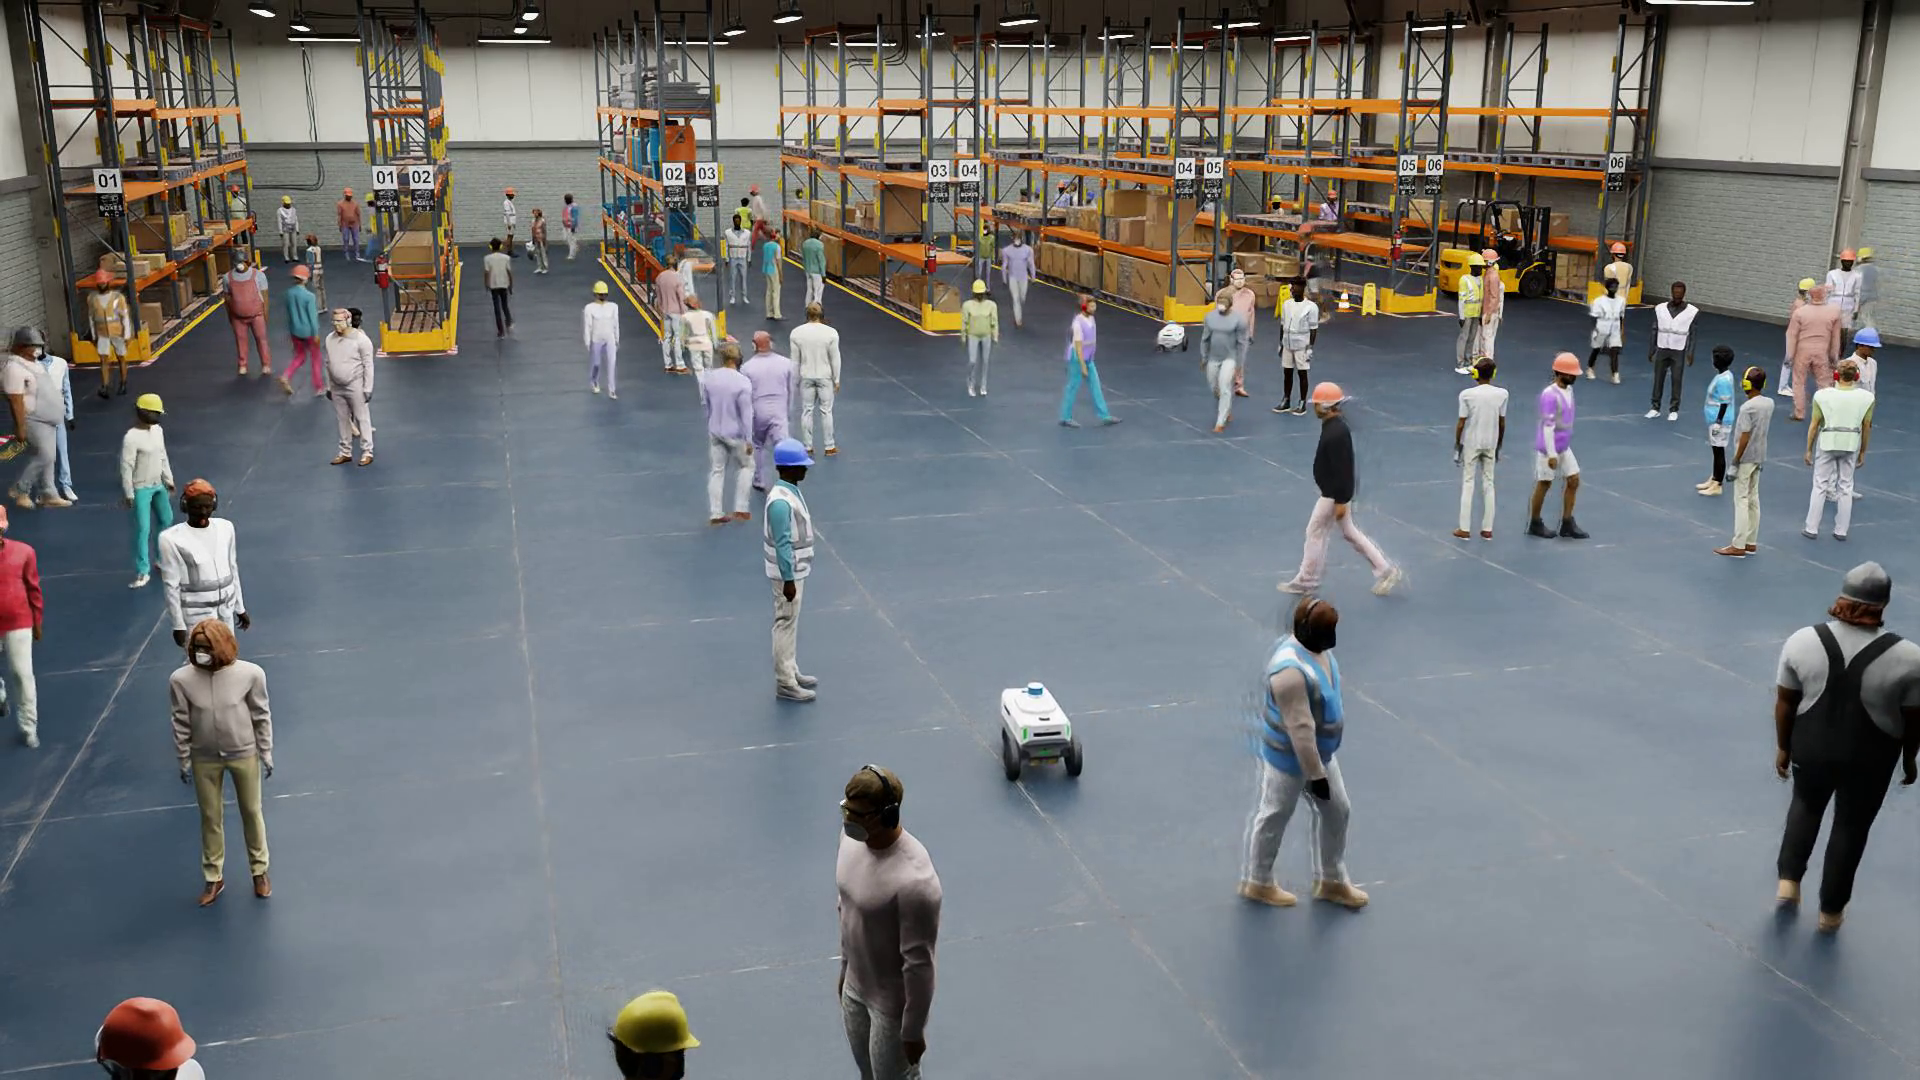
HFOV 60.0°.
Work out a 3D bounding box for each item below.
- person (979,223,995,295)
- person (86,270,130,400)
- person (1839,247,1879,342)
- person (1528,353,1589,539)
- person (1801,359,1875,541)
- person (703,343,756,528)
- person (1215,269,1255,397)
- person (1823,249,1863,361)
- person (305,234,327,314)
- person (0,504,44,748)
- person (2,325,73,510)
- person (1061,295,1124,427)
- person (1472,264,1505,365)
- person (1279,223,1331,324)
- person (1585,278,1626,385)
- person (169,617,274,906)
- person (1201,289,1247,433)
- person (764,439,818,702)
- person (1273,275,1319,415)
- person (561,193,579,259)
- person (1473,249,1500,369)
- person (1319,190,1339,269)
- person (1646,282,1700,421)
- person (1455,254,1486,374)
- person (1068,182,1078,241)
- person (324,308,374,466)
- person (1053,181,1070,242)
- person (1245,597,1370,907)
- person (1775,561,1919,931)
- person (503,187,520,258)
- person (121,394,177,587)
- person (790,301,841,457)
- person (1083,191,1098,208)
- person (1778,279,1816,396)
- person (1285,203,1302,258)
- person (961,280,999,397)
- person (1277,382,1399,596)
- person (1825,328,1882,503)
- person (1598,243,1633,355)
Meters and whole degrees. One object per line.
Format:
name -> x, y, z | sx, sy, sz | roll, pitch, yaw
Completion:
person -> 0.559, -6.338, 37.569 | 0.499, 1.632, 0.285 | -5, 16, -19
person -> -12.606, -3.032, 24.628 | 0.569, 1.888, 0.957 | -3, 15, -12
person -> 16.066, -4.315, 29.671 | 0.611, 1.786, 0.941 | -4, 15, -15
person -> 6.064, -0.913, 16.624 | 0.562, 1.906, 0.739 | -14, 20, -43
person -> 8.800, -0.892, 16.687 | 0.562, 1.838, 0.388 | 4, 15, 14
person -> -2.359, -1.092, 17.278 | 0.678, 1.913, 0.631 | 9, 17, 29
person -> 4.094, -3.067, 24.734 | 0.642, 1.909, 0.410 | -4, 15, -16
person -> 14.648, -3.854, 27.656 | 0.556, 1.939, 0.380 | 6, 16, 22
person -> -13.332, -5.497, 34.393 | 0.310, 1.638, 0.522 | 1, 15, 3
person -> -6.647, 0.539, 11.504 | 0.566, 1.729, 0.741 | -9, 17, -31
person -> -9.917, -1.317, 17.892 | 0.553, 2.000, 0.688 | -3, 15, -11
person -> 1.754, -2.377, 22.326 | 0.920, 1.797, 0.599 | 8, 17, 29
person -> 8.724, -3.702, 27.454 | 0.484, 1.735, 0.311 | 0, 15, 0
person -> 6.876, -5.226, 32.721 | 1.038, 1.997, 0.615 | -4, 15, -15
person -> 10.121, -3.288, 26.059 | 0.546, 1.651, 0.883 | -1, 15, -2
person -> -4.046, 1.208, 9.171 | 0.501, 1.631, 0.285 | -4, 15, -15
person -> 3.563, -2.417, 22.298 | 0.633, 1.917, 0.723 | 10, 18, 33
person -> -1.255, 0.214, 12.309 | 0.389, 1.949, 0.603 | 0, 15, -1
person -> 4.729, -2.742, 23.395 | 0.366, 1.967, 0.603 | -13, 20, -40
person -> -10.798, -8.691, 46.085 | 0.635, 1.816, 0.462 | 14, 21, 43
person -> 8.551, -3.723, 27.034 | 0.381, 1.994, 0.622 | 1, 15, 6
person -> 9.668, -8.108, 43.438 | 0.605, 2.045, 0.378 | -1, 15, -5
person -> 9.864, -2.607, 23.030 | 0.615, 1.921, 0.415 | 10, 18, 34
person -> 8.277, -3.659, 26.918 | 0.589, 1.930, 0.361 | -12, 19, -38
person -> 3.555, -10.169, 51.586 | 0.333, 1.839, 0.523 | -5, 16, -19
person -> -7.413, -1.848, 20.144 | 0.639, 1.911, 0.406 | 4, 15, 15
person -> 3.022, -9.750, 49.816 | 0.552, 1.941, 0.350 | 10, 18, 34
person -> 1.921, 1.178, 8.960 | 0.798, 1.801, 0.640 | 9, 17, 30
person -> 4.737, 1.083, 8.862 | 0.689, 2.000, 0.537 | 12, 19, 38
person -> -12.579, -8.895, 46.603 | 0.361, 1.939, 0.542 | -1, 15, -4
person -> -7.482, -0.479, 15.338 | 0.356, 1.730, 0.803 | 2, 15, 6
person -> -1.780, -1.991, 20.625 | 0.629, 1.940, 0.373 | 2, 15, 8
person -> 3.473, -8.574, 45.464 | 0.638, 1.901, 0.709 | 7, 17, 26
person -> 12.562, -3.036, 24.913 | 0.359, 1.757, 0.524 | 8, 17, 27
person -> 8.683, -7.849, 43.103 | 0.510, 1.710, 0.408 | 3, 15, 13
person -> 0.305, -3.002, 24.794 | 0.545, 1.742, 0.605 | -2, 15, -8
person -> 3.423, -0.442, 14.807 | 1.003, 1.954, 0.623 | 4, 15, 15
person -> 9.824, -1.370, 18.300 | 0.602, 1.940, 0.412 | -10, 18, -32
person -> 11.341, -4.177, 28.854 | 0.548, 1.938, 0.358 | -5, 16, -19
